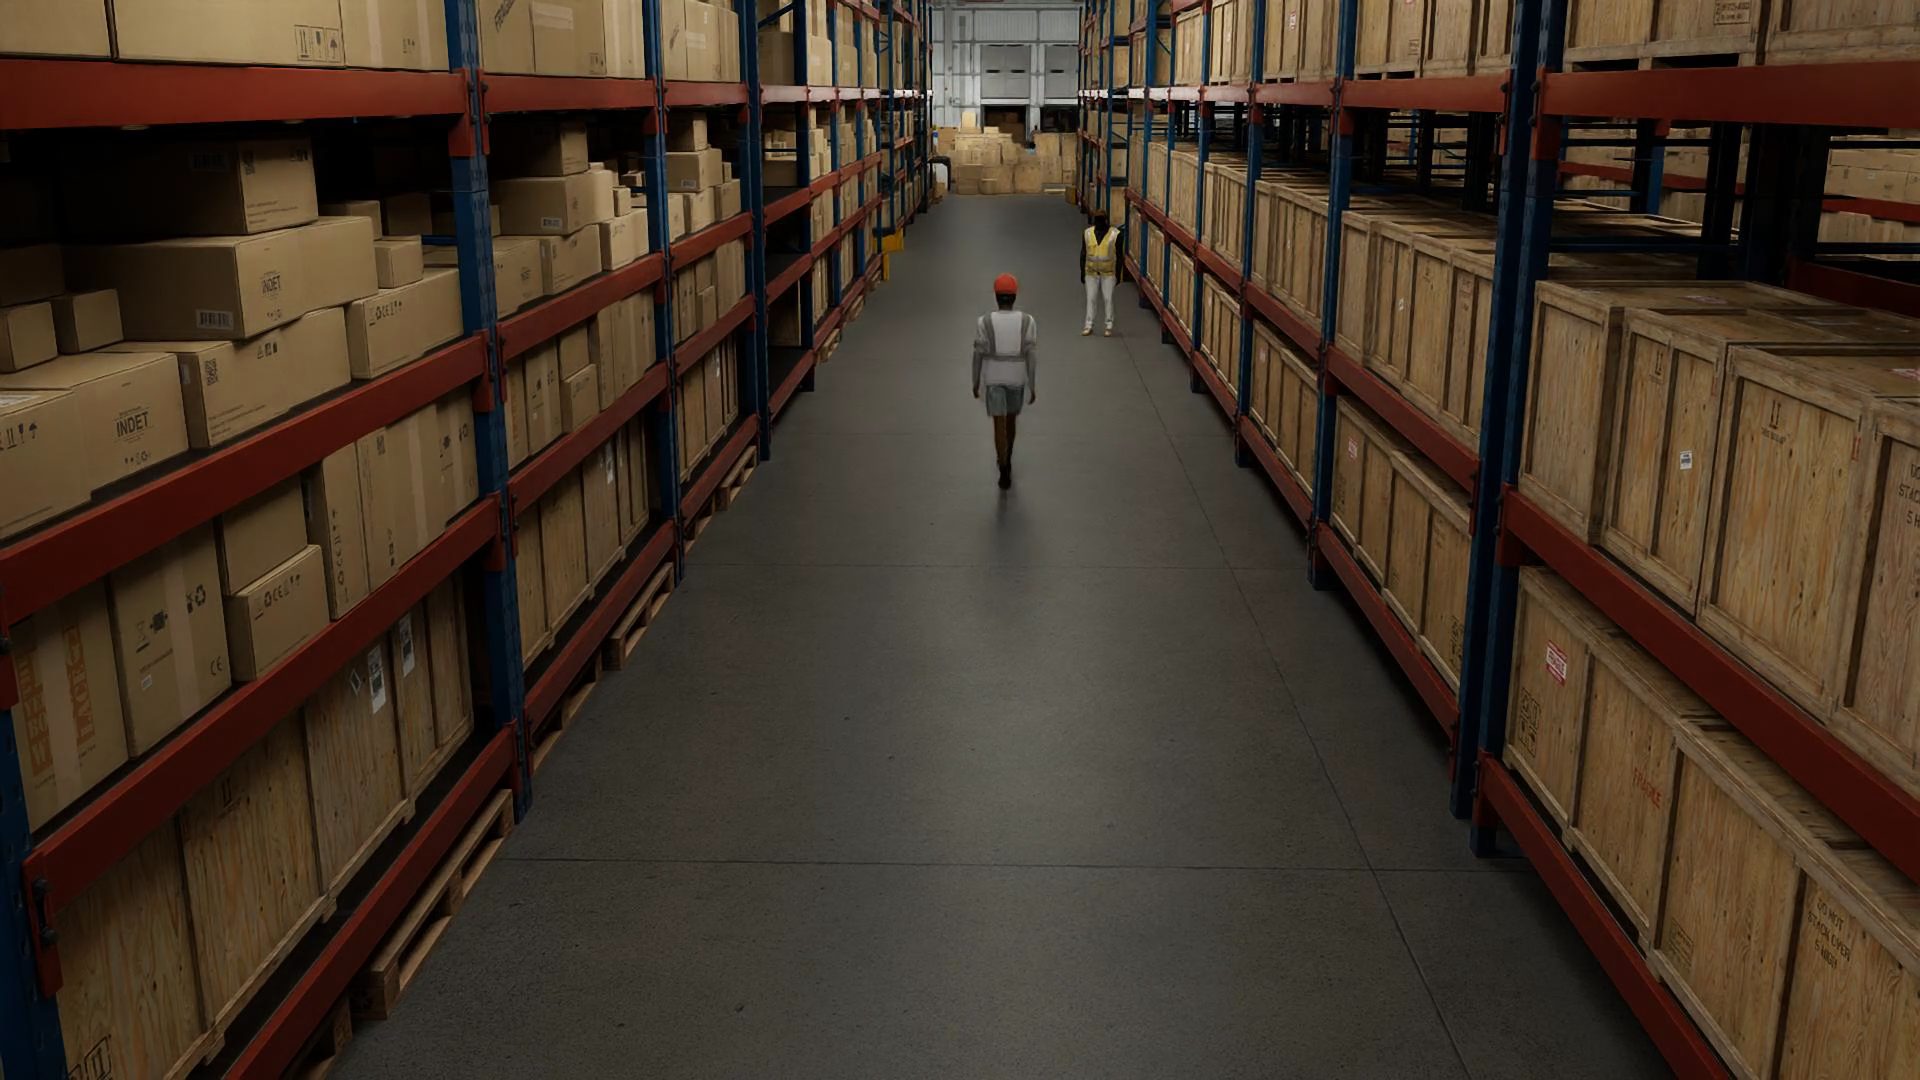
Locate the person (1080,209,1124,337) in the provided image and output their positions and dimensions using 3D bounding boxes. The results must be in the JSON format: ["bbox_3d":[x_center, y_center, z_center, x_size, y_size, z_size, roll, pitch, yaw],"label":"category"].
[{"bbox_3d":[2.044,-3.878,24.190,0.633,1.842,0.429,5,16,19],"label":"person"}]

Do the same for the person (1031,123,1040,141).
[{"bbox_3d":[3.996,-20.954,87.581,0.587,1.919,0.399,7,16,23],"label":"person"}]

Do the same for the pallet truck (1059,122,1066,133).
[{"bbox_3d":[5.788,-21.111,88.014,1.885,1.965,0.823,5,16,18],"label":"pallet truck"}]

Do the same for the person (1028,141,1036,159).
[{"bbox_3d":[2.713,-14.549,64.200,0.703,1.679,0.538,-2,15,-7],"label":"person"}]

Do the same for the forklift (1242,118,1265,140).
[{"bbox_3d":[7.775,-9.900,44.625,1.129,2.768,1.873,0,15,2],"label":"forklift"}]

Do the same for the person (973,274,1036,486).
[{"bbox_3d":[0.400,-1.464,15.131,0.562,1.889,0.986,-2,15,-6],"label":"person"}]

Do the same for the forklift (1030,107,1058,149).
[{"bbox_3d":[4.232,-19.269,79.486,1.129,2.768,1.873,-8,17,-26],"label":"forklift"}]
